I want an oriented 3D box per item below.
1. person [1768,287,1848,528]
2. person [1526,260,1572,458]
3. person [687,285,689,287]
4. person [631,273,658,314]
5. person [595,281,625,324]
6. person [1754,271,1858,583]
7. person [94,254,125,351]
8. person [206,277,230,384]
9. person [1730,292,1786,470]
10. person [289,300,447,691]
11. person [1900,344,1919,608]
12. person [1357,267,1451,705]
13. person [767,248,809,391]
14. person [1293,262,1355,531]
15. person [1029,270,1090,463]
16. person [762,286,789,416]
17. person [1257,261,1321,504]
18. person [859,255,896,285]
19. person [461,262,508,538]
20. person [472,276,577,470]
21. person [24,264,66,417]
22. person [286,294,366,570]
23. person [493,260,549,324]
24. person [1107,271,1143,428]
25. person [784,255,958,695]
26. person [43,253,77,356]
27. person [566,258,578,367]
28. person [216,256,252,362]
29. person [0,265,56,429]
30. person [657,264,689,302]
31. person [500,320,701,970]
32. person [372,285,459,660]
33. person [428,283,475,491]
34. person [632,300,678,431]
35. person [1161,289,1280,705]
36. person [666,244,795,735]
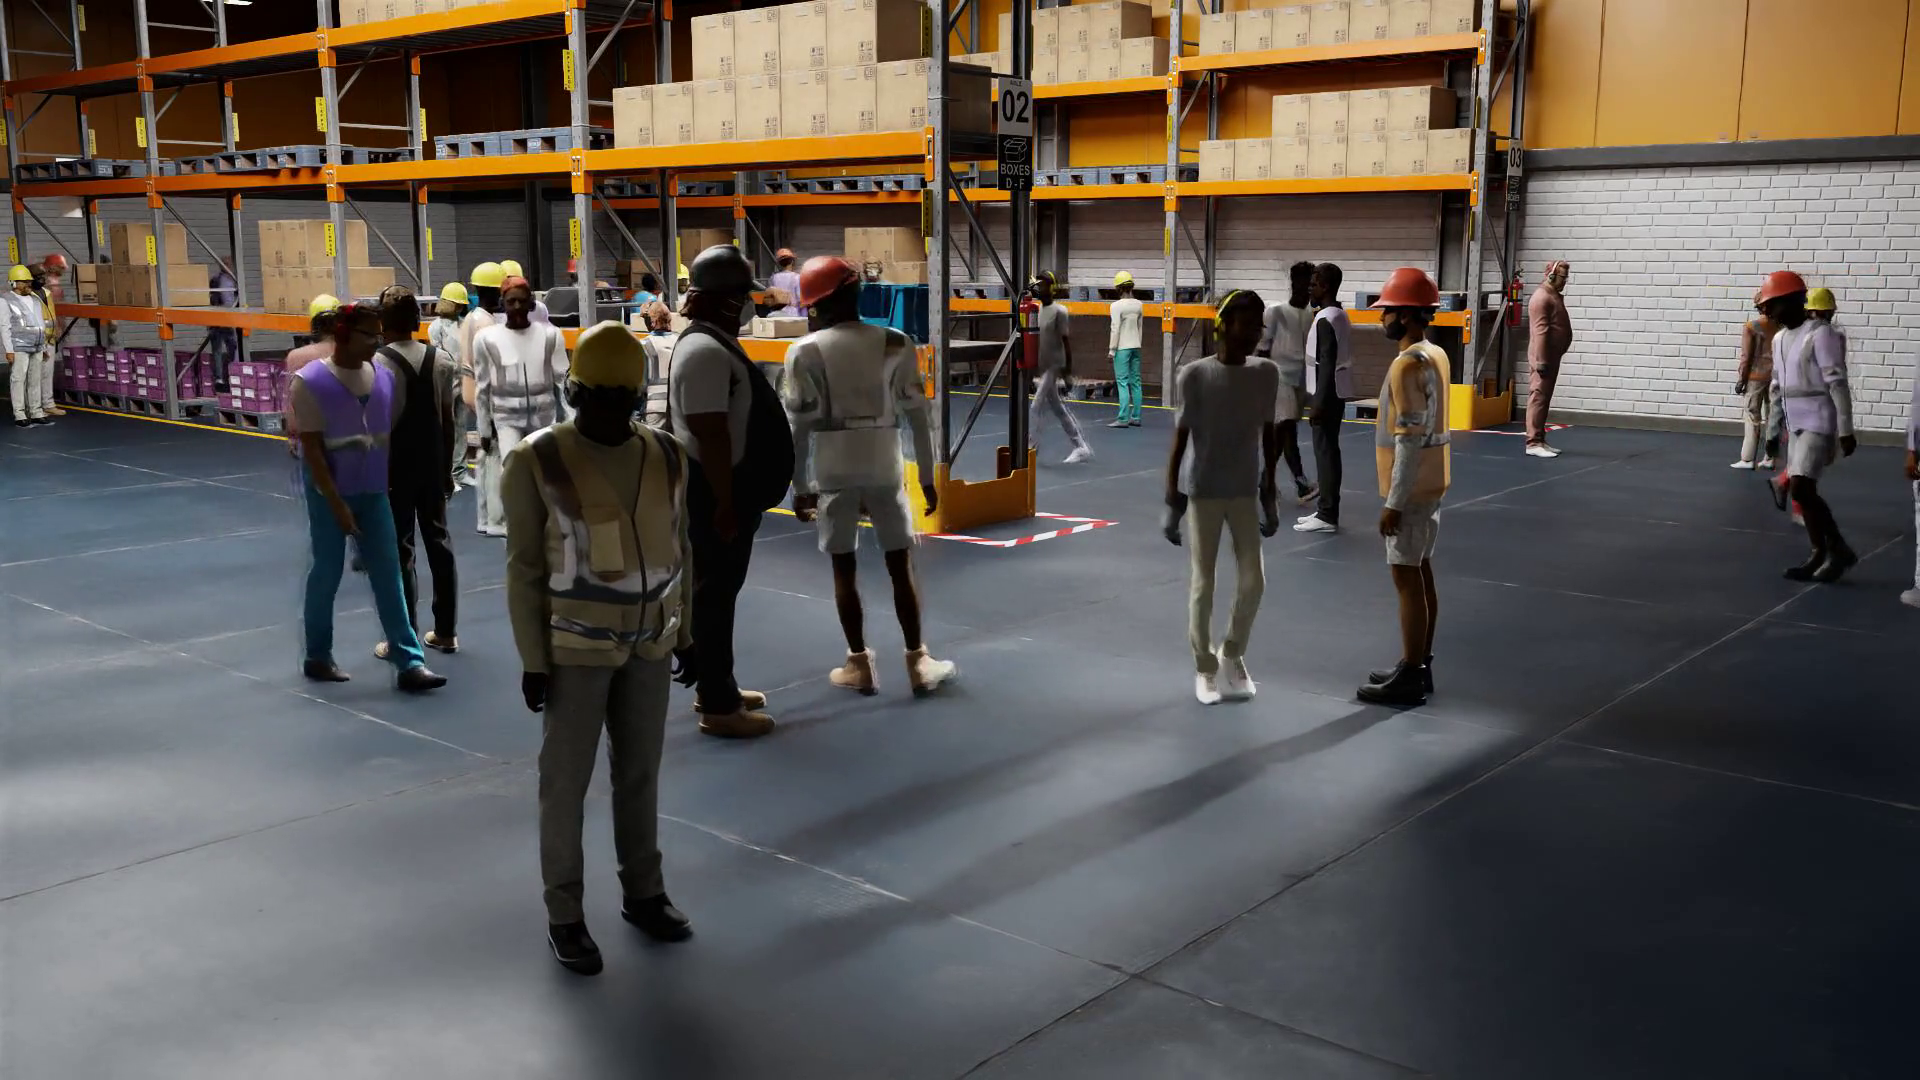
[{"bbox_3d":[6.193,-0.976,12.169,0.540,1.749,0.598,-3,10,-16],"label":"person"},{"bbox_3d":[5.745,-1.763,16.220,0.406,1.903,0.638,5,11,28],"label":"person"},{"bbox_3d":[-4.113,-3.315,25.843,0.284,1.626,0.492,6,12,31],"label":"person"},{"bbox_3d":[-4.553,-2.994,23.938,0.654,1.665,0.333,7,12,34],"label":"person"},{"bbox_3d":[-4.153,-2.201,19.455,0.514,1.641,0.308,-6,12,-32],"label":"person"},{"bbox_3d":[5.089,-0.676,10.082,0.579,1.883,0.589,0,10,-1],"label":"person"},{"bbox_3d":[-12.474,-3.199,24.318,0.643,1.936,0.434,6,11,29],"label":"person"},{"bbox_3d":[-10.911,-3.105,24.719,0.706,1.607,0.516,7,12,36],"label":"person"},{"bbox_3d":[7.333,-1.453,15.198,0.521,1.638,0.306,-3,10,-16],"label":"person"},{"bbox_3d":[-2.766,-0.192,7.603,0.897,1.789,0.559,7,12,34],"label":"person"},{"bbox_3d":[5.552,-0.531,9.137,0.650,1.923,0.644,-1,10,-7],"label":"person"},{"bbox_3d":[1.975,-0.232,7.394,0.376,1.939,0.547,5,11,28],"label":"person"},{"bbox_3d":[-2.369,-2.984,22.870,0.659,2.013,0.424,8,13,38],"label":"person"},{"bbox_3d":[2.627,-1.017,11.917,0.387,1.919,0.594,3,10,18],"label":"person"},{"bbox_3d":[0.836,-1.591,15.491,0.986,1.829,0.531,-5,11,-28],"label":"person"},{"bbox_3d":[-1.955,-1.855,17.526,0.341,1.616,0.534,4,11,20],"label":"person"},{"bbox_3d":[2.689,-1.240,13.208,0.630,1.906,1.009,-5,11,-28],"label":"person"},{"bbox_3d":[-1.044,-2.450,20.026,0.636,1.937,0.352,-1,10,-7],"label":"person"},{"bbox_3d":[-3.295,-0.979,11.689,0.384,1.926,0.611,-4,11,-23],"label":"person"},{"bbox_3d":[-2.702,-0.715,10.417,0.600,1.833,0.964,-5,11,-25],"label":"person"},{"bbox_3d":[-11.053,-2.382,19.947,0.430,1.835,0.619,1,10,7],"label":"person"},{"bbox_3d":[-3.864,-0.642,10.279,0.550,1.746,0.558,-3,10,-16],"label":"person"},{"bbox_3d":[-3.760,-1.398,14.081,0.597,1.922,0.384,-4,11,-23],"label":"person"},{"bbox_3d":[1.854,-2.141,18.757,0.526,1.765,0.329,-10,14,-44],"label":"person"},{"bbox_3d":[-0.425,-0.288,7.568,0.734,1.990,0.521,-2,10,-9],"label":"person"},{"bbox_3d":[-12.867,-3.078,23.543,0.934,1.959,0.596,-3,10,-17],"label":"person"},{"bbox_3d":[-5.362,-3.083,23.757,0.547,1.899,0.857,7,12,34],"label":"person"},{"bbox_3d":[-10.529,-3.159,24.181,0.462,1.902,0.667,-4,11,-21],"label":"person"},{"bbox_3d":[-10.540,-2.178,18.777,0.403,1.833,0.586,2,10,13],"label":"person"},{"bbox_3d":[-3.343,-2.388,19.969,0.599,1.830,0.404,-8,13,-38],"label":"person"},{"bbox_3d":[-0.998,0.288,4.764,0.592,1.823,0.404,-9,13,-41],"label":"person"},{"bbox_3d":[-2.710,-0.321,8.165,0.346,1.846,0.506,8,13,39],"label":"person"},{"bbox_3d":[-4.227,-1.284,13.965,0.309,1.735,0.484,3,11,19],"label":"person"},{"bbox_3d":[-2.213,-0.943,12.295,0.311,1.638,0.522,7,12,35],"label":"person"},{"bbox_3d":[1.150,-0.173,7.338,0.554,1.839,0.428,-1,10,-8],"label":"person"},{"bbox_3d":[-0.964,-0.219,7.028,0.537,2.000,0.674,-2,10,-9],"label":"person"}]
